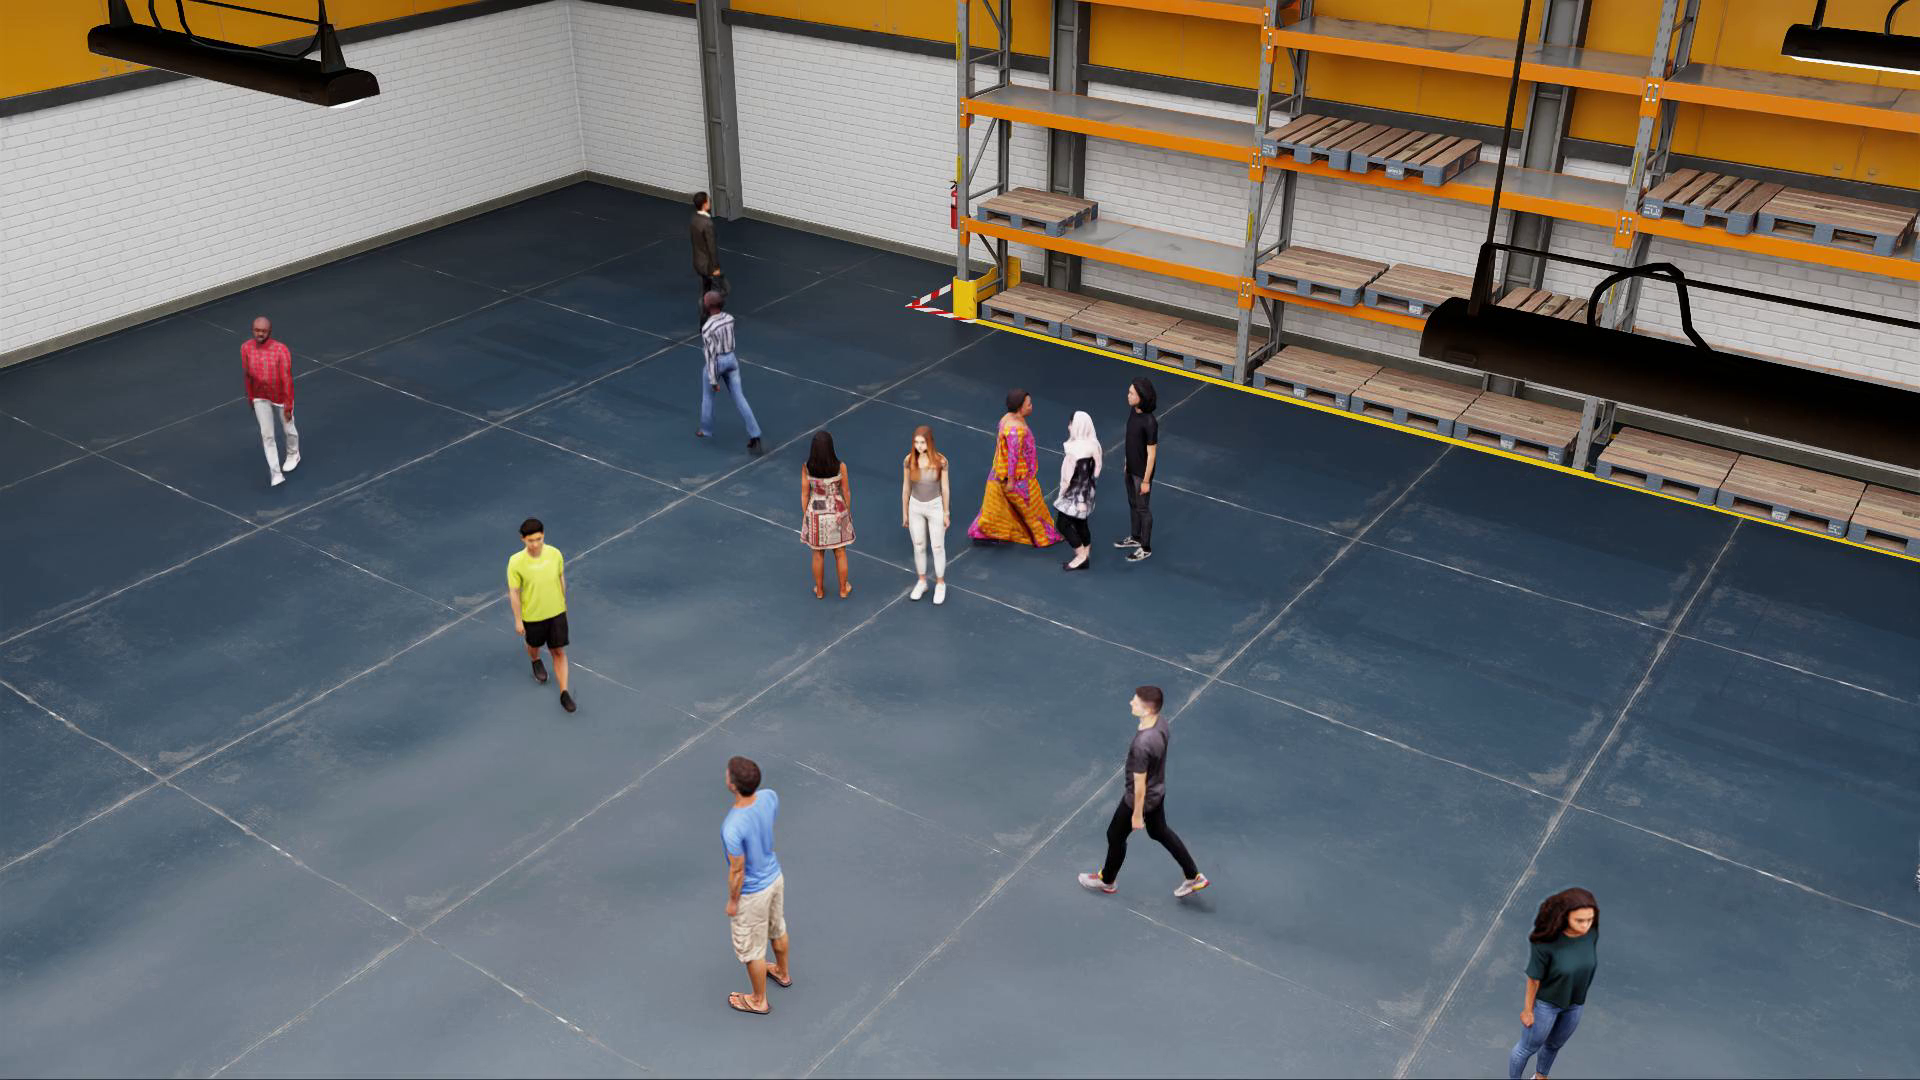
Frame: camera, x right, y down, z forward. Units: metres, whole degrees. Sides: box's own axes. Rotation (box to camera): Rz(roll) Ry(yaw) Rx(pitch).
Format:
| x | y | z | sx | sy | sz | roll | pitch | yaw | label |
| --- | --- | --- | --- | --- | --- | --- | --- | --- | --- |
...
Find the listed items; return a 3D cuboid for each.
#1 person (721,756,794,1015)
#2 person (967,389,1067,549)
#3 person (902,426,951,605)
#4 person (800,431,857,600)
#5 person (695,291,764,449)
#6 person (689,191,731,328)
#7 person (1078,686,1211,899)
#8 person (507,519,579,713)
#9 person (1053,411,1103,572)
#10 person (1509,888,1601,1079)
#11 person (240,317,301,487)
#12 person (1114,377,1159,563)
| x | y | z | sx | sy | sz | roll | pitch | yaw | label |
| --- | --- | --- | --- | --- | --- | --- | --- | --- | --- |
| -1.276 | 2.148 | 10.411 | 0.594 | 1.862 | 0.675 | 15 | 32 | 25 | person |
| 0.444 | -0.668 | 15.775 | 1.223 | 1.669 | 1.146 | -4 | 29 | -6 | person |
| -0.291 | -0.254 | 14.967 | 0.593 | 1.716 | 0.721 | 6 | 29 | 10 | person |
| -1.206 | -0.229 | 14.994 | 0.687 | 1.645 | 0.786 | -1 | 29 | -2 | person |
| -2.446 | -1.767 | 17.706 | 1.135 | 1.749 | 0.681 | 21 | 35 | 33 | person |
| -3.221 | -3.434 | 20.712 | 0.823 | 1.797 | 0.648 | -22 | 35 | -34 | person |
| 1.321 | 1.748 | 11.278 | 1.202 | 1.733 | 0.830 | 10 | 30 | 18 | person |
| -3.443 | 0.535 | 13.576 | 0.965 | 1.663 | 1.198 | -14 | 32 | -24 | person |
| 1.189 | -0.439 | 15.402 | 0.830 | 1.624 | 0.783 | 0 | 29 | 0 | person |
| 3.471 | 2.675 | 9.701 | 0.715 | 1.616 | 0.764 | -8 | 30 | -14 | person |
| -7.091 | -1.491 | 17.174 | 1.161 | 1.774 | 1.178 | 1 | 29 | 2 | person |
| 1.699 | -0.689 | 15.640 | 0.758 | 1.833 | 0.669 | -8 | 30 | -14 | person |
